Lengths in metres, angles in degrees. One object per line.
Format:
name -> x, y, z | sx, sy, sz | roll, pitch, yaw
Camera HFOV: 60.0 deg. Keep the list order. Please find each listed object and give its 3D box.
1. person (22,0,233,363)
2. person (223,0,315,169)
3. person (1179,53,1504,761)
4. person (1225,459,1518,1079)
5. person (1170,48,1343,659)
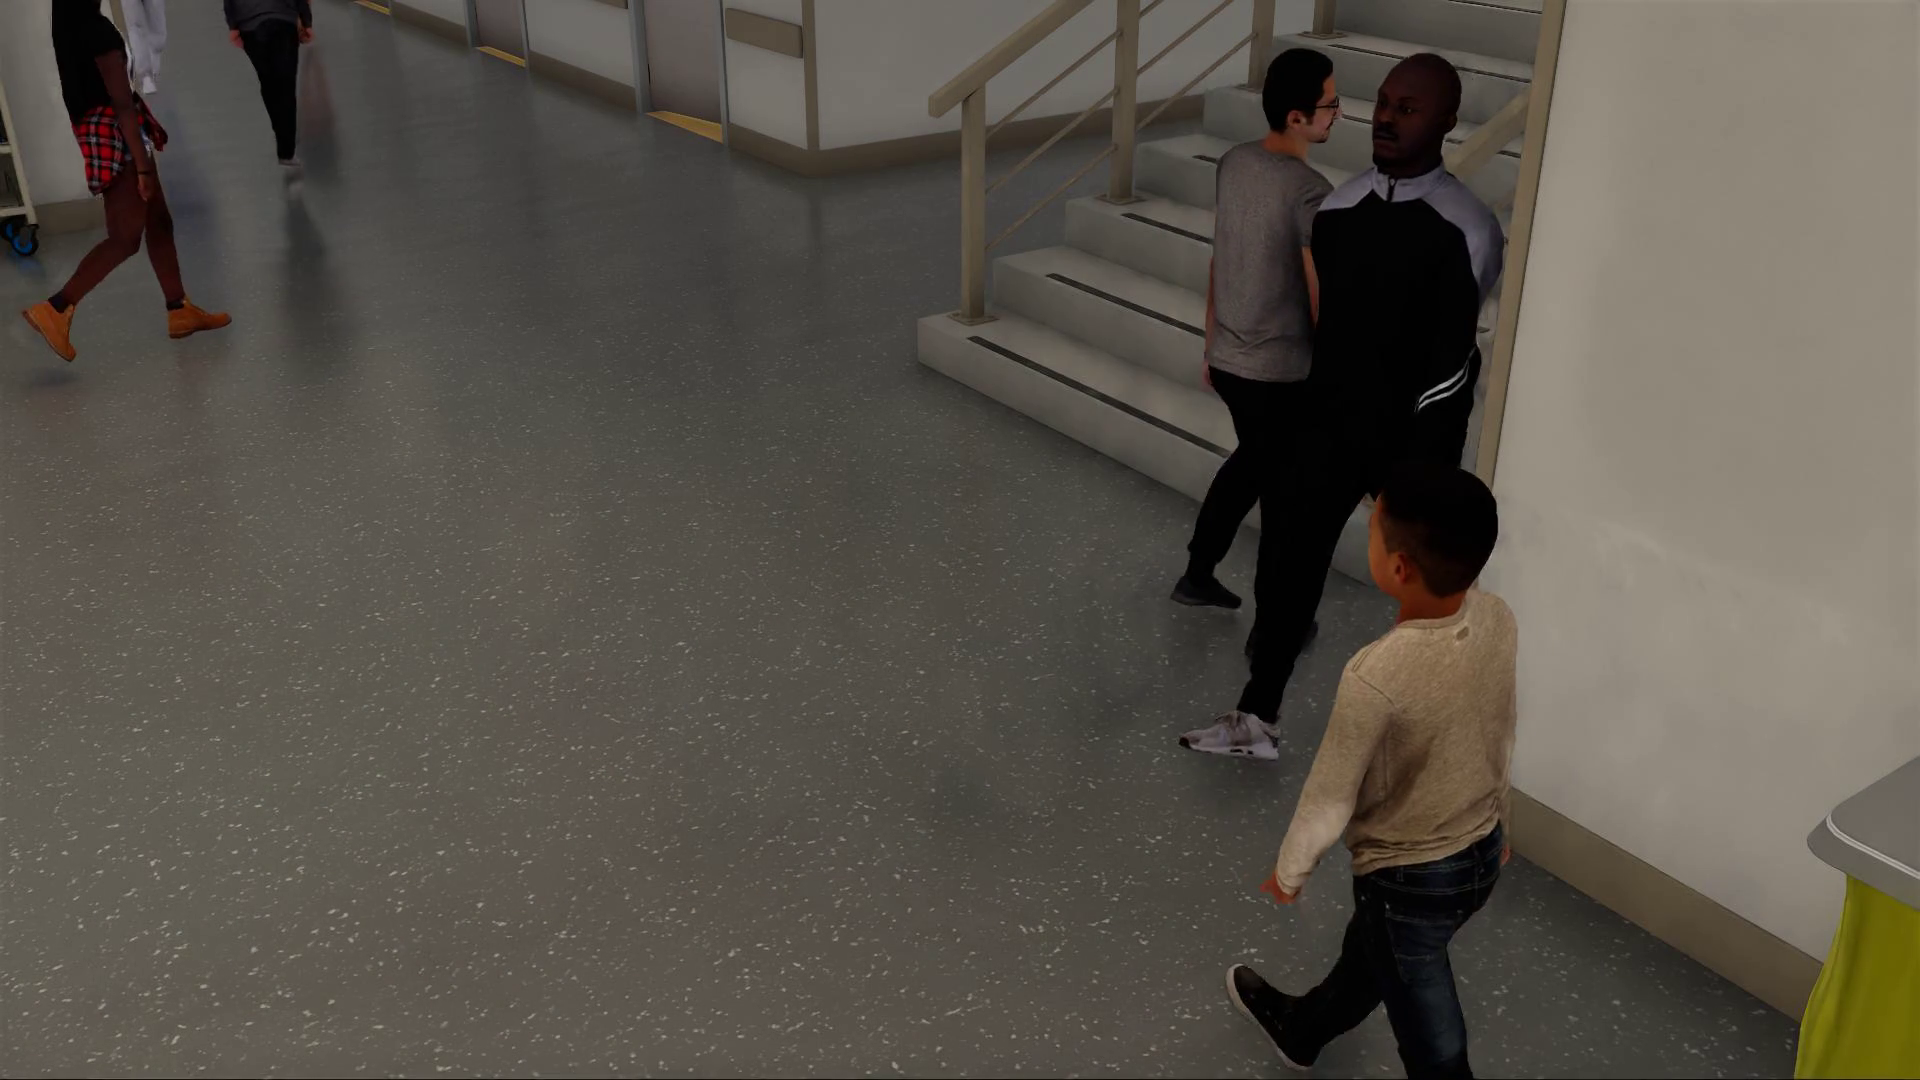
person -> -3.606, -1.568, 6.939 | 0.730, 1.700, 1.144 | 23, 34, 39
person -> -4.198, -3.090, 10.075 | 1.184, 1.716, 1.017 | -5, 26, -10
person -> 1.125, -0.282, 4.165 | 1.182, 1.793, 0.765 | -22, 33, -37
person -> 0.821, 0.587, 2.765 | 0.875, 1.442, 0.660 | -19, 31, -34
person -> 0.811, -0.449, 4.573 | 0.654, 1.739, 0.668 | -16, 30, -30
